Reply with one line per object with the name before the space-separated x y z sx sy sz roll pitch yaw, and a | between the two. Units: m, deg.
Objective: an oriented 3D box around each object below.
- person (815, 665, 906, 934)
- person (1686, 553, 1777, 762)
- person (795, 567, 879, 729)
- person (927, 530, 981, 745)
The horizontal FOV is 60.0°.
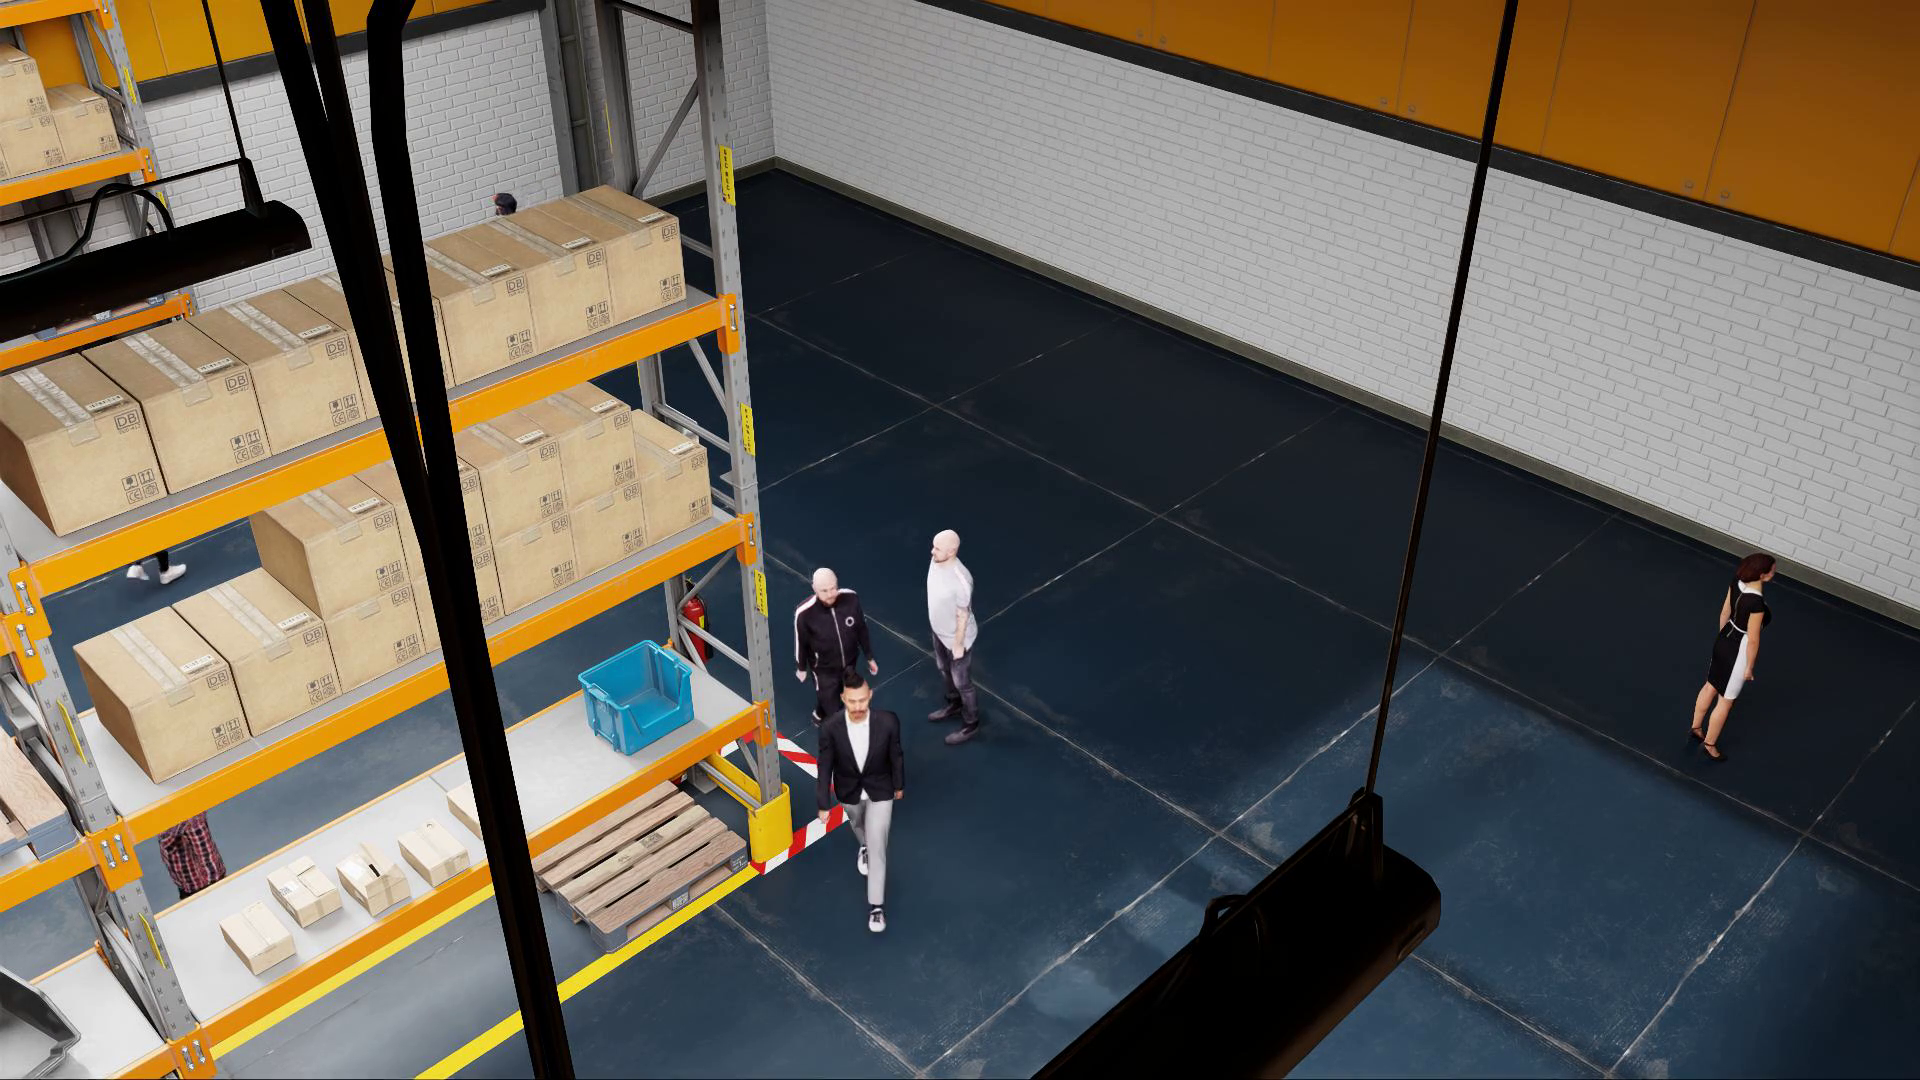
person | -0.656 1.579 11.116 1.229 1.899 1.300 0 34 0
person | 5.713 0.857 12.295 0.676 1.796 0.644 -4 34 -5
person | -0.974 0.894 12.257 1.239 1.778 0.939 -20 38 -27
person | -0.026 0.695 12.512 0.694 1.826 0.734 -16 37 -22
